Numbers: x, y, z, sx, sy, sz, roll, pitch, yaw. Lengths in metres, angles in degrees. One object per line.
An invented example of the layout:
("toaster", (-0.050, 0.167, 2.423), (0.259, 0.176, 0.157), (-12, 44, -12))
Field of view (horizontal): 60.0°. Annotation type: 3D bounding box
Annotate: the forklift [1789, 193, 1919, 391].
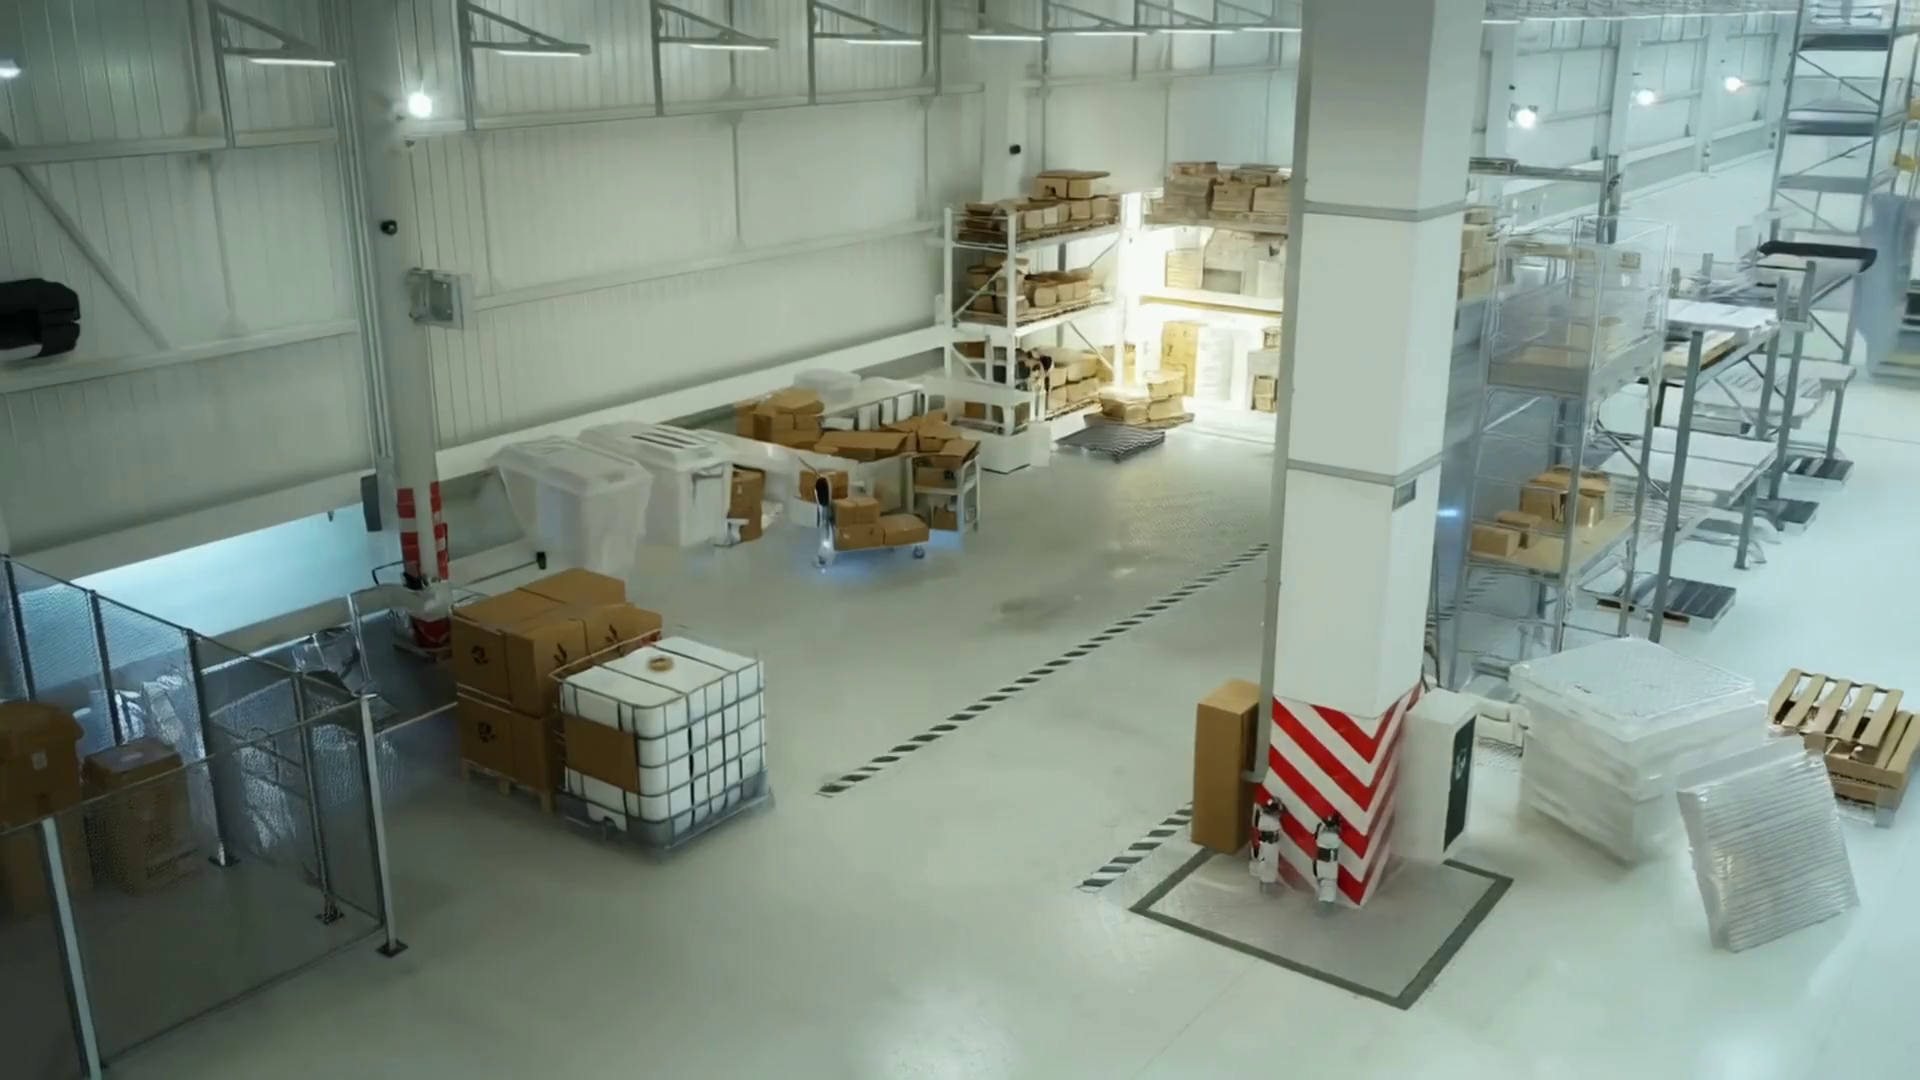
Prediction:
("forklift", (13.940, -3.842, 25.379), (1.873, 2.768, 1.129), (13, 22, 34))
